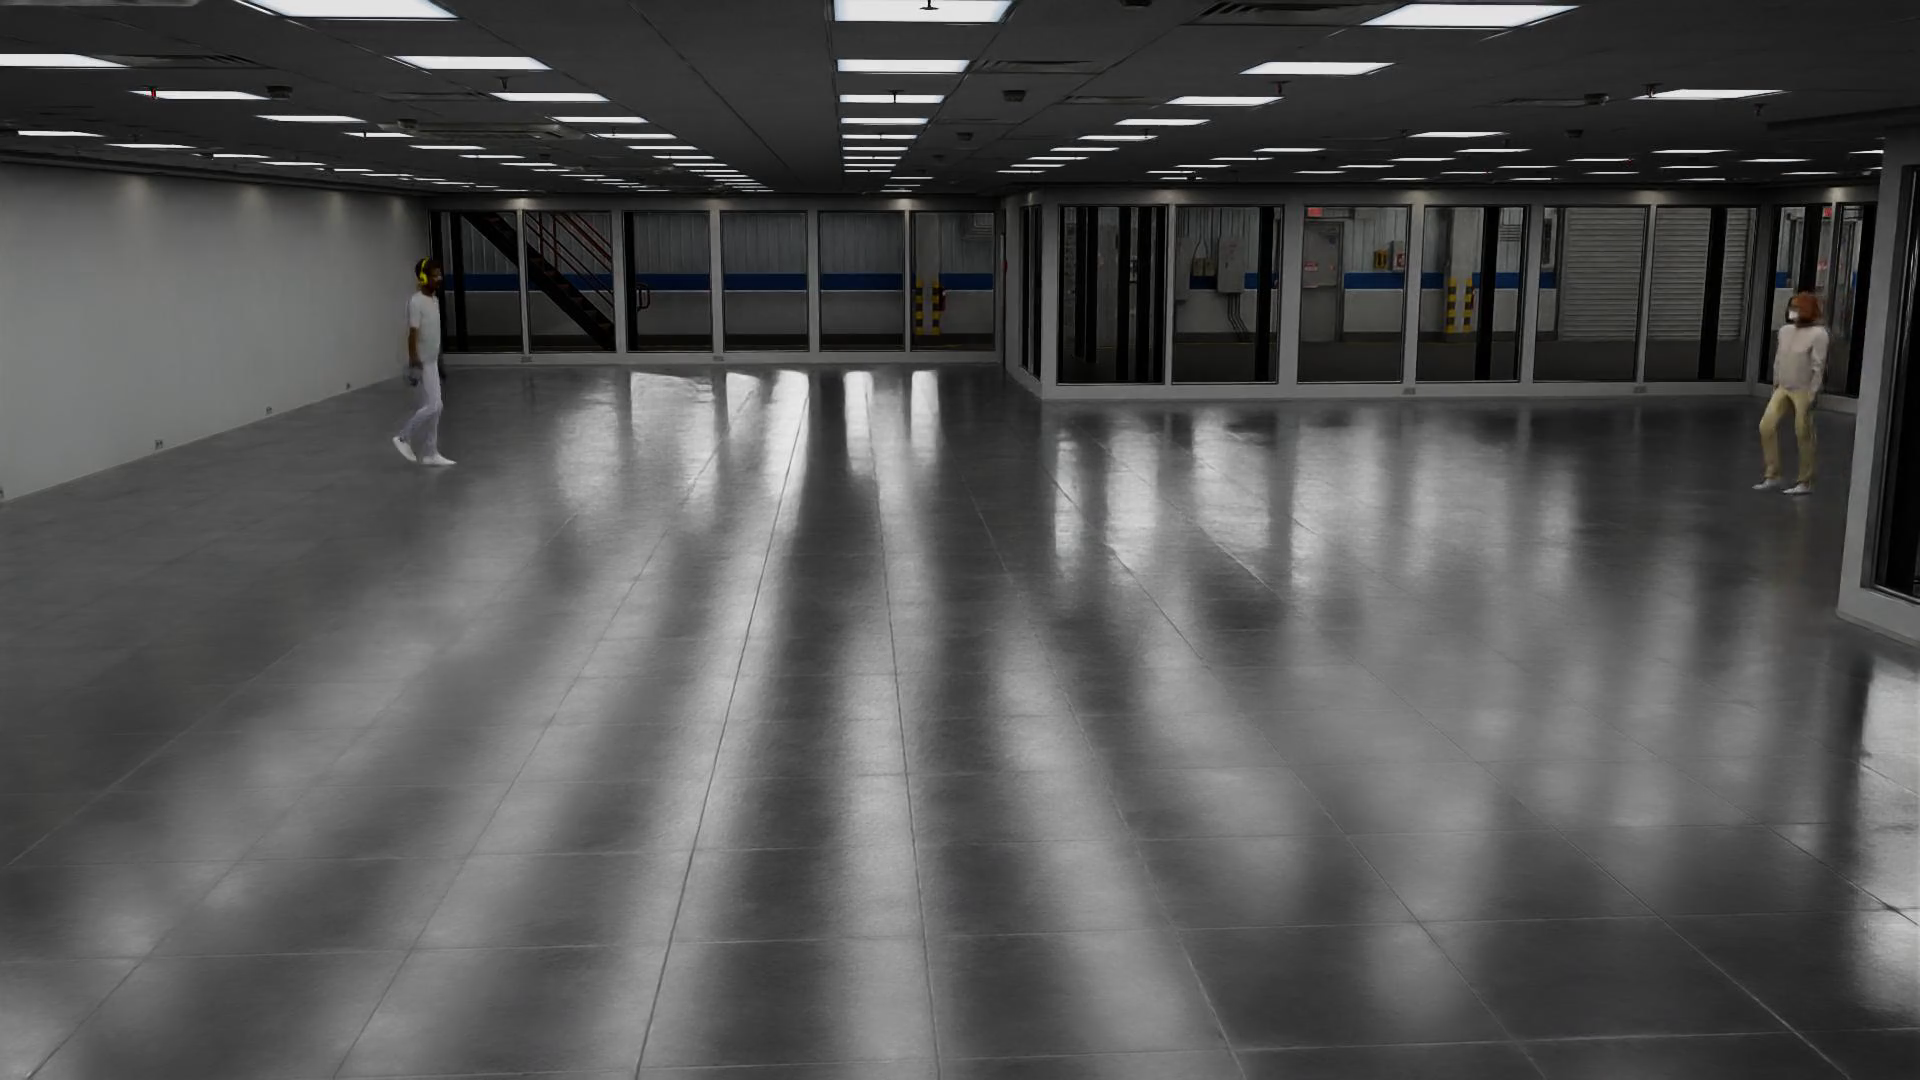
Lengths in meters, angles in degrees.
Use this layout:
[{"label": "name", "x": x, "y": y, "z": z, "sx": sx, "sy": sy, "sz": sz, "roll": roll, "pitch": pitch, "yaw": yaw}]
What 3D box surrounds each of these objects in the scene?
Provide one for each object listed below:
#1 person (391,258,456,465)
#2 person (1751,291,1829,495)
[{"label": "person", "x": -4.776, "y": -1.570, "z": 14.804, "sx": 0.452, "sy": 1.854, "sz": 0.528, "roll": 1, "pitch": 11, "yaw": 3}, {"label": "person", "x": 6.580, "y": -1.153, "z": 13.180, "sx": 0.559, "sy": 1.615, "sz": 0.525, "roll": -4, "pitch": 11, "yaw": -18}]
